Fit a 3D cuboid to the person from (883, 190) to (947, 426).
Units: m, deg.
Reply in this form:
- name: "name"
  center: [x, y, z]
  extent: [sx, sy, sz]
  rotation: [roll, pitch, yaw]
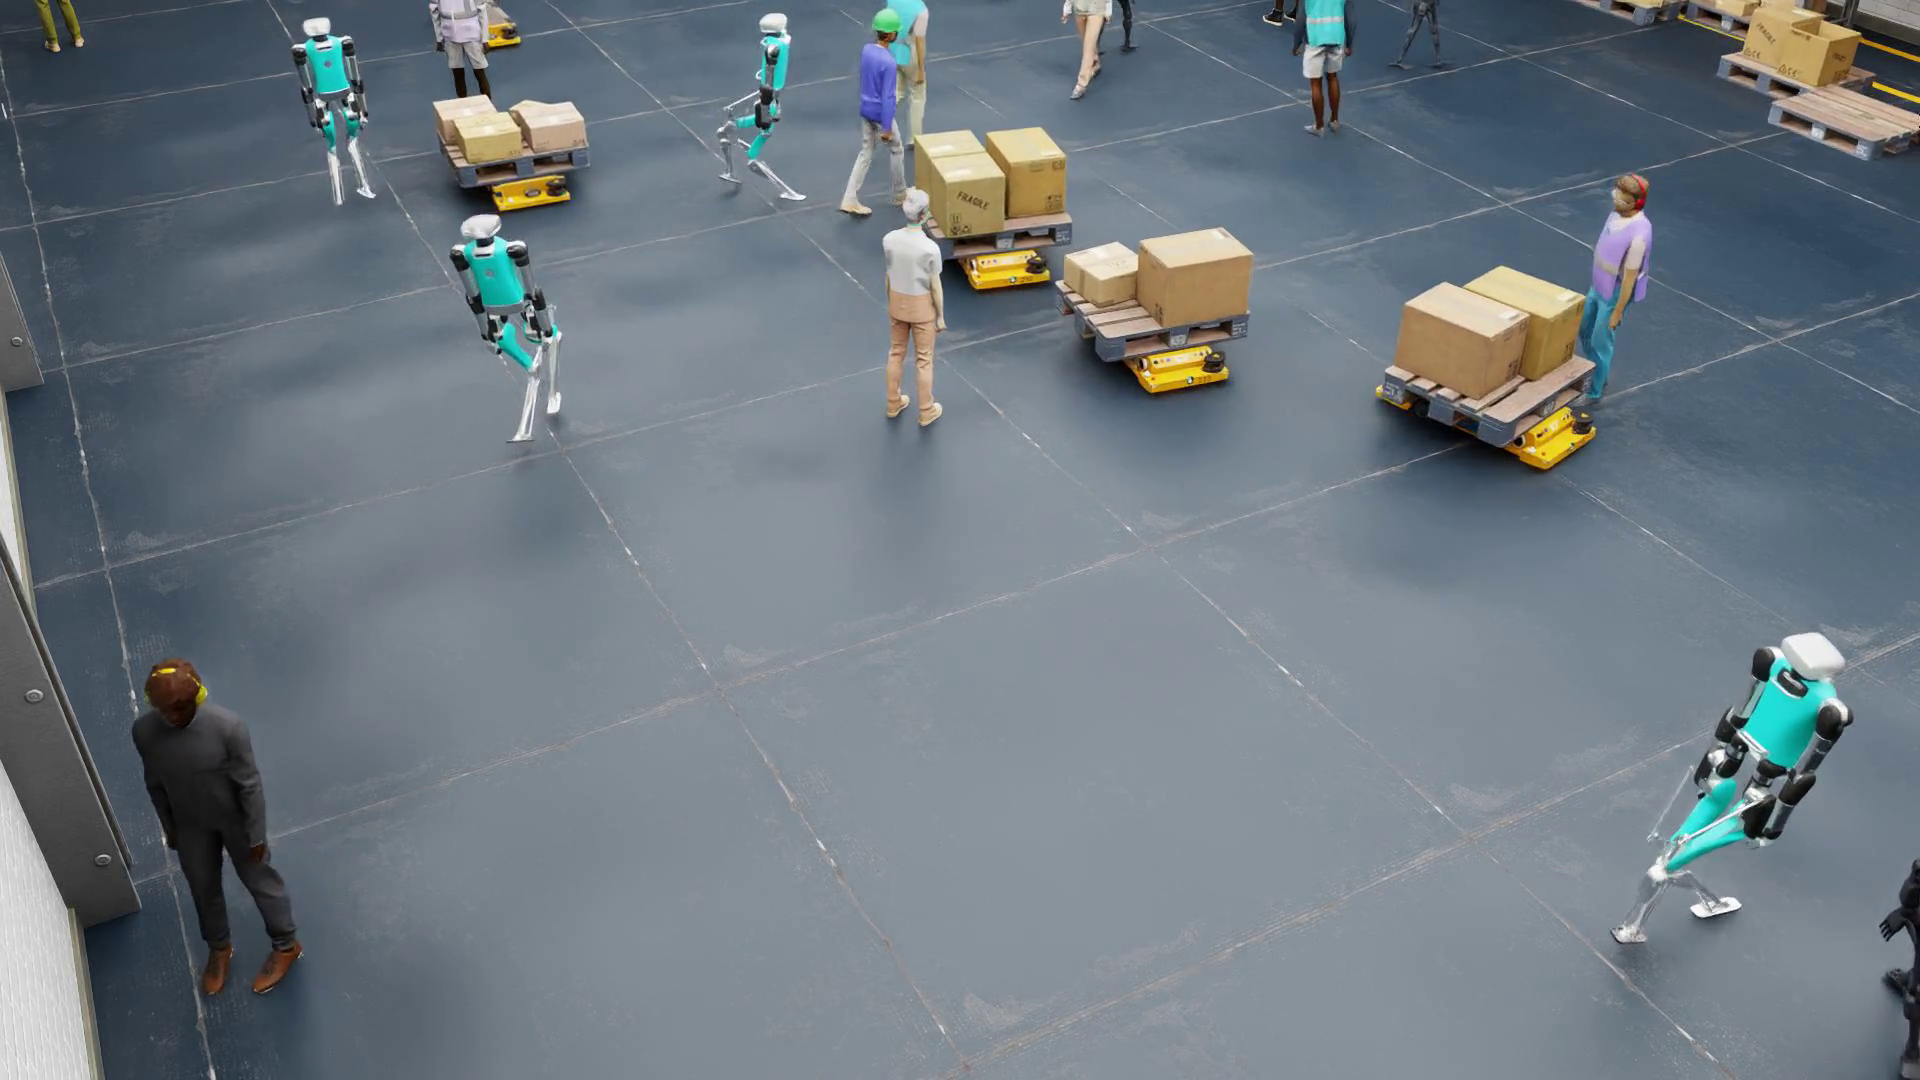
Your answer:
- name: "person"
  center: [-0.327, -1.639, 11.780]
  extent: [0.469, 1.736, 0.327]
  rotation: [18, 39, 24]

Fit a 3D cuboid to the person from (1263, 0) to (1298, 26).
- name: "person"
  center: [3.829, -6.928, 19.138]
  extent: [0.602, 1.958, 0.377]
  rotation: [-15, 38, -20]

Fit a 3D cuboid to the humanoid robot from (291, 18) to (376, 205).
- name: "humanoid robot"
  center: [-5.640, -3.858, 14.982]
  extent: [0.532, 1.807, 0.780]
  rotation: [-18, 39, -23]

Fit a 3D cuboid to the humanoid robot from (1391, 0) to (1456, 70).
- name: "humanoid robot"
  center: [5.095, -5.865, 17.874]
  extent: [0.686, 1.633, 0.615]
  rotation: [16, 38, 21]

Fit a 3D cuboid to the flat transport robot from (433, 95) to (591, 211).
- name: "flat transport robot"
  center: [-4.179, -3.486, 15.693]
  extent: [0.659, 0.231, 1.431]
  rotation: [-15, 38, -20]

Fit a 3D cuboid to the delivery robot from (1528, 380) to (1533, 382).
- name: "delivery robot"
  center: [3.961, -1.377, 12.430]
  extent: [0.499, 0.592, 0.795]
  rotation: [-27, 43, -33]

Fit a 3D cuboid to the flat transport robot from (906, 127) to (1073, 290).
- name: "flat transport robot"
  center: [0.246, -2.581, 14.401]
  extent: [0.659, 0.231, 1.431]
  rotation: [-9, 36, -13]

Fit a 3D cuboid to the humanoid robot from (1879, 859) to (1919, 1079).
- name: "humanoid robot"
  center: [4.368, 1.617, 7.205]
  extent: [0.588, 1.626, 0.738]
  rotation: [7, 36, 10]

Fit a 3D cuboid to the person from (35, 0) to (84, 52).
- name: "person"
  center: [-10.203, -6.361, 18.431]
  extent: [0.523, 1.837, 0.370]
  rotation: [-23, 41, -29]

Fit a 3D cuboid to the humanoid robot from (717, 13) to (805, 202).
- name: "humanoid robot"
  center: [-1.946, -3.865, 15.006]
  extent: [1.033, 1.766, 0.537]
  rotation: [4, 35, 6]

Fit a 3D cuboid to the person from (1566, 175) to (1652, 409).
- name: "person"
  center: [4.682, -1.776, 11.904]
  extent: [0.424, 1.821, 0.668]
  rotation: [1, 35, 2]

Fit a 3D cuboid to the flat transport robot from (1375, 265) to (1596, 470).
- name: "flat transport robot"
  center: [3.813, -0.970, 12.100]
  extent: [0.659, 0.231, 1.431]
  rotation: [-28, 44, -34]

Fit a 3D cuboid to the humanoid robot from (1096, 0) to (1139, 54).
- name: "humanoid robot"
  center: [1.719, -6.191, 18.335]
  extent: [0.581, 1.643, 0.614]
  rotation: [-30, 45, -35]

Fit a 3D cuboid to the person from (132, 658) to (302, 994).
- name: "person"
  center: [-3.358, 1.280, 7.499]
  extent: [0.506, 1.863, 0.428]
  rotation: [-2, 35, -4]

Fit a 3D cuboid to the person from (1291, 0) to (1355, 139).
- name: "person"
  center: [3.556, -4.894, 16.280]
  extent: [0.588, 1.905, 0.471]
  rotation: [-5, 35, -7]

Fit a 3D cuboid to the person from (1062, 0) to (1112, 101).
- name: "person"
  center: [1.358, -5.540, 17.439]
  extent: [0.467, 1.626, 0.897]
  rotation: [19, 39, 25]

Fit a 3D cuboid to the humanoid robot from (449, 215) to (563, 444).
- name: "humanoid robot"
  center: [-3.091, -1.531, 11.624]
  extent: [0.597, 1.729, 1.035]
  rotation: [3, 35, 5]

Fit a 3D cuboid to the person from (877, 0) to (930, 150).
- name: "person"
  center: [-0.557, -4.568, 15.889]
  extent: [0.660, 1.817, 0.612]
  rotation: [-25, 42, -31]

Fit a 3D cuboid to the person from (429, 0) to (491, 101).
- name: "person"
  center: [-4.905, -4.957, 16.342]
  extent: [0.550, 1.933, 0.373]
  rotation: [3, 35, 5]

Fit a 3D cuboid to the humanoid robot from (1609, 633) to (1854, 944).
- name: "humanoid robot"
  center: [3.406, 1.241, 7.696]
  extent: [1.001, 1.750, 0.534]
  rotation: [-11, 36, -15]

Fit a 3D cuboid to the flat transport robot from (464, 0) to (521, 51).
- name: "flat transport robot"
  center: [-5.615, -5.987, 19.264]
  extent: [0.659, 0.231, 1.431]
  rotation: [-17, 39, -23]

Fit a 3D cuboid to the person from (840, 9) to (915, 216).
- name: "person"
  center: [-0.752, -3.772, 14.753]
  extent: [0.847, 1.837, 0.454]
  rotation: [-29, 44, -34]

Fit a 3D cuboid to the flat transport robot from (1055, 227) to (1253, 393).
- name: "flat transport robot"
  center: [1.483, -1.601, 13.001]
  extent: [0.659, 0.231, 1.431]
  rotation: [-12, 37, -16]
